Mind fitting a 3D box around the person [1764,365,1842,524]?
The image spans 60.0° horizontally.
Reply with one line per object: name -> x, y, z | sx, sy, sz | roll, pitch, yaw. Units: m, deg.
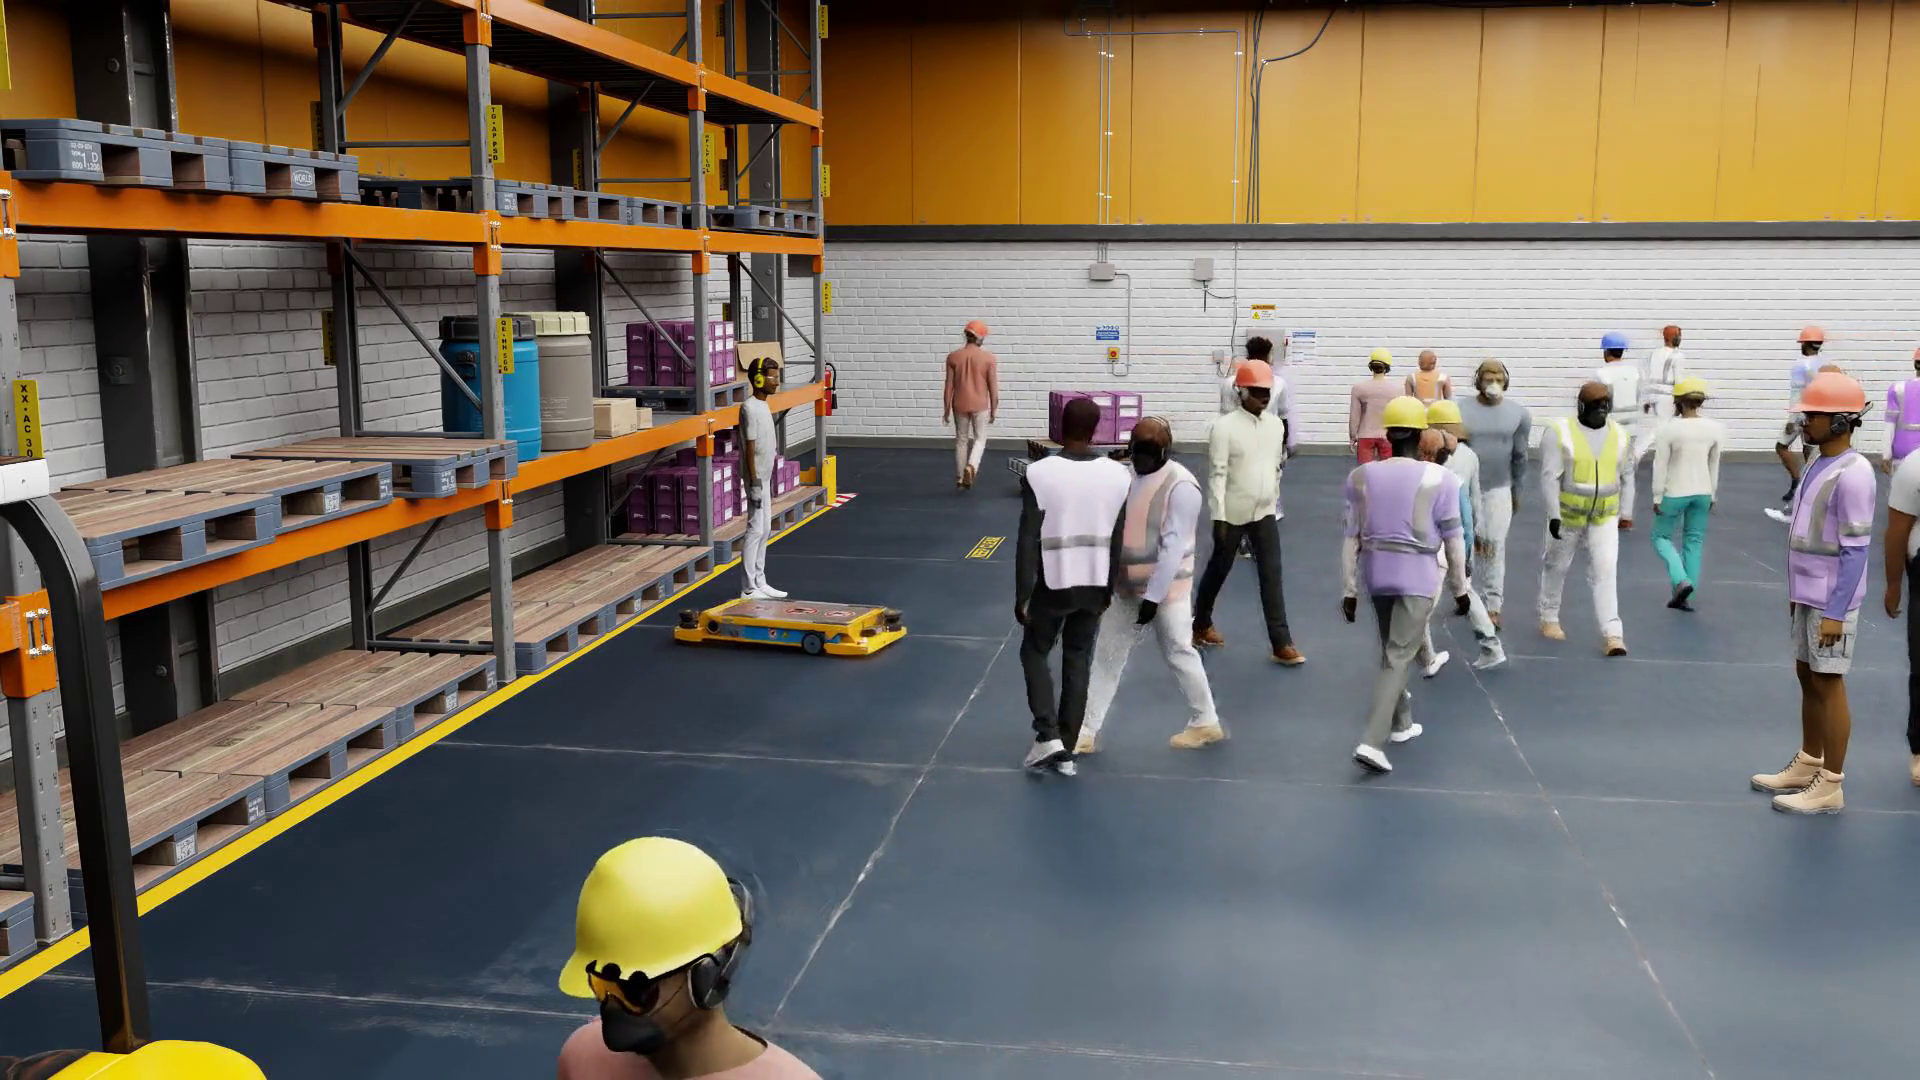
person -> 8.393, -0.908, 16.232 | 0.507, 1.593, 0.849 | -7, 12, -39

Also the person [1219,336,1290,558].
person -> 2.553, -0.803, 14.477 | 0.617, 1.944, 0.433 | 1, 9, 6

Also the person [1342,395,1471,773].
person -> 2.223, 0.208, 8.471 | 0.600, 1.883, 0.983 | 8, 12, 41

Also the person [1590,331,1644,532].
person -> 6.282, -1.054, 16.139 | 0.627, 1.918, 0.824 | -2, 9, -14

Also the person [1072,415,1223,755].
person -> 0.988, 0.245, 8.566 | 0.928, 1.793, 0.629 | -6, 11, -34

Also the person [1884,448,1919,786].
person -> 4.829, 0.212, 7.941 | 0.718, 2.000, 0.539 | 3, 10, 19

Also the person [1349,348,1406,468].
person -> 4.029, -0.969, 16.071 | 0.534, 1.767, 0.317 | 3, 10, 18

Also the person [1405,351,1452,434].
person -> 5.361, -1.372, 19.098 | 0.523, 1.595, 0.870 | 4, 10, 23

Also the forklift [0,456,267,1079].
forklift -> -2.328, 0.975, 2.765 | 2.313, 2.155, 1.214 | 1, 9, 9

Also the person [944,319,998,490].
person -> 0.112, -1.513, 18.805 | 0.642, 1.969, 0.696 | 2, 9, 13

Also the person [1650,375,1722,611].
person -> 5.316, -0.328, 12.177 | 0.531, 1.756, 0.430 | -1, 9, -5

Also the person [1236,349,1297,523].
person -> 2.888, -0.982, 15.941 | 0.660, 1.846, 0.990 | 8, 12, 42

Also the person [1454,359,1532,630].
person -> 3.752, -0.355, 11.951 | 0.636, 1.892, 1.036 | 2, 10, 14

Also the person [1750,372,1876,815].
person -> 3.973, 0.250, 7.698 | 0.375, 2.044, 0.605 | 2, 9, 11

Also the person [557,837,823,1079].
person -> -0.334, 1.248, 2.496 | 0.538, 1.747, 0.622 | 5, 10, 27

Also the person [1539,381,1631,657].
person -> 4.134, -0.156, 11.017 | 0.624, 1.788, 0.981 | 0, 9, 0

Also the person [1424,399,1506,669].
person -> 3.145, -0.047, 10.602 | 0.489, 1.694, 0.939 | -7, 12, -38

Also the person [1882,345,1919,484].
person -> 8.357, -0.779, 14.521 | 0.549, 1.906, 0.899 | 6, 11, 34

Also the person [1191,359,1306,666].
person -> 1.847, -0.200, 10.788 | 0.637, 1.946, 1.046 | -5, 10, -28

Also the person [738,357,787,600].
person -> -1.505, -0.445, 12.559 | 0.321, 1.861, 0.514 | 1, 9, 7

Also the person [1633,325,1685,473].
person -> 8.577, -1.718, 20.449 | 0.861, 1.858, 0.587 | -3, 10, -15

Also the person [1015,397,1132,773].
person -> 0.554, 0.234, 8.301 | 0.617, 1.882, 0.433 | -3, 10, -18

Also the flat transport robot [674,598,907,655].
flat transport robot -> -1.141, 0.565, 11.205 | 1.431, 0.197, 0.652 | 4, 10, 21

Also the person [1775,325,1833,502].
person -> 9.043, -1.329, 17.814 | 0.571, 1.920, 0.421 | -4, 10, -21

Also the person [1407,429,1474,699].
person -> 2.751, 0.131, 9.837 | 0.517, 1.580, 0.921 | 9, 13, 43
